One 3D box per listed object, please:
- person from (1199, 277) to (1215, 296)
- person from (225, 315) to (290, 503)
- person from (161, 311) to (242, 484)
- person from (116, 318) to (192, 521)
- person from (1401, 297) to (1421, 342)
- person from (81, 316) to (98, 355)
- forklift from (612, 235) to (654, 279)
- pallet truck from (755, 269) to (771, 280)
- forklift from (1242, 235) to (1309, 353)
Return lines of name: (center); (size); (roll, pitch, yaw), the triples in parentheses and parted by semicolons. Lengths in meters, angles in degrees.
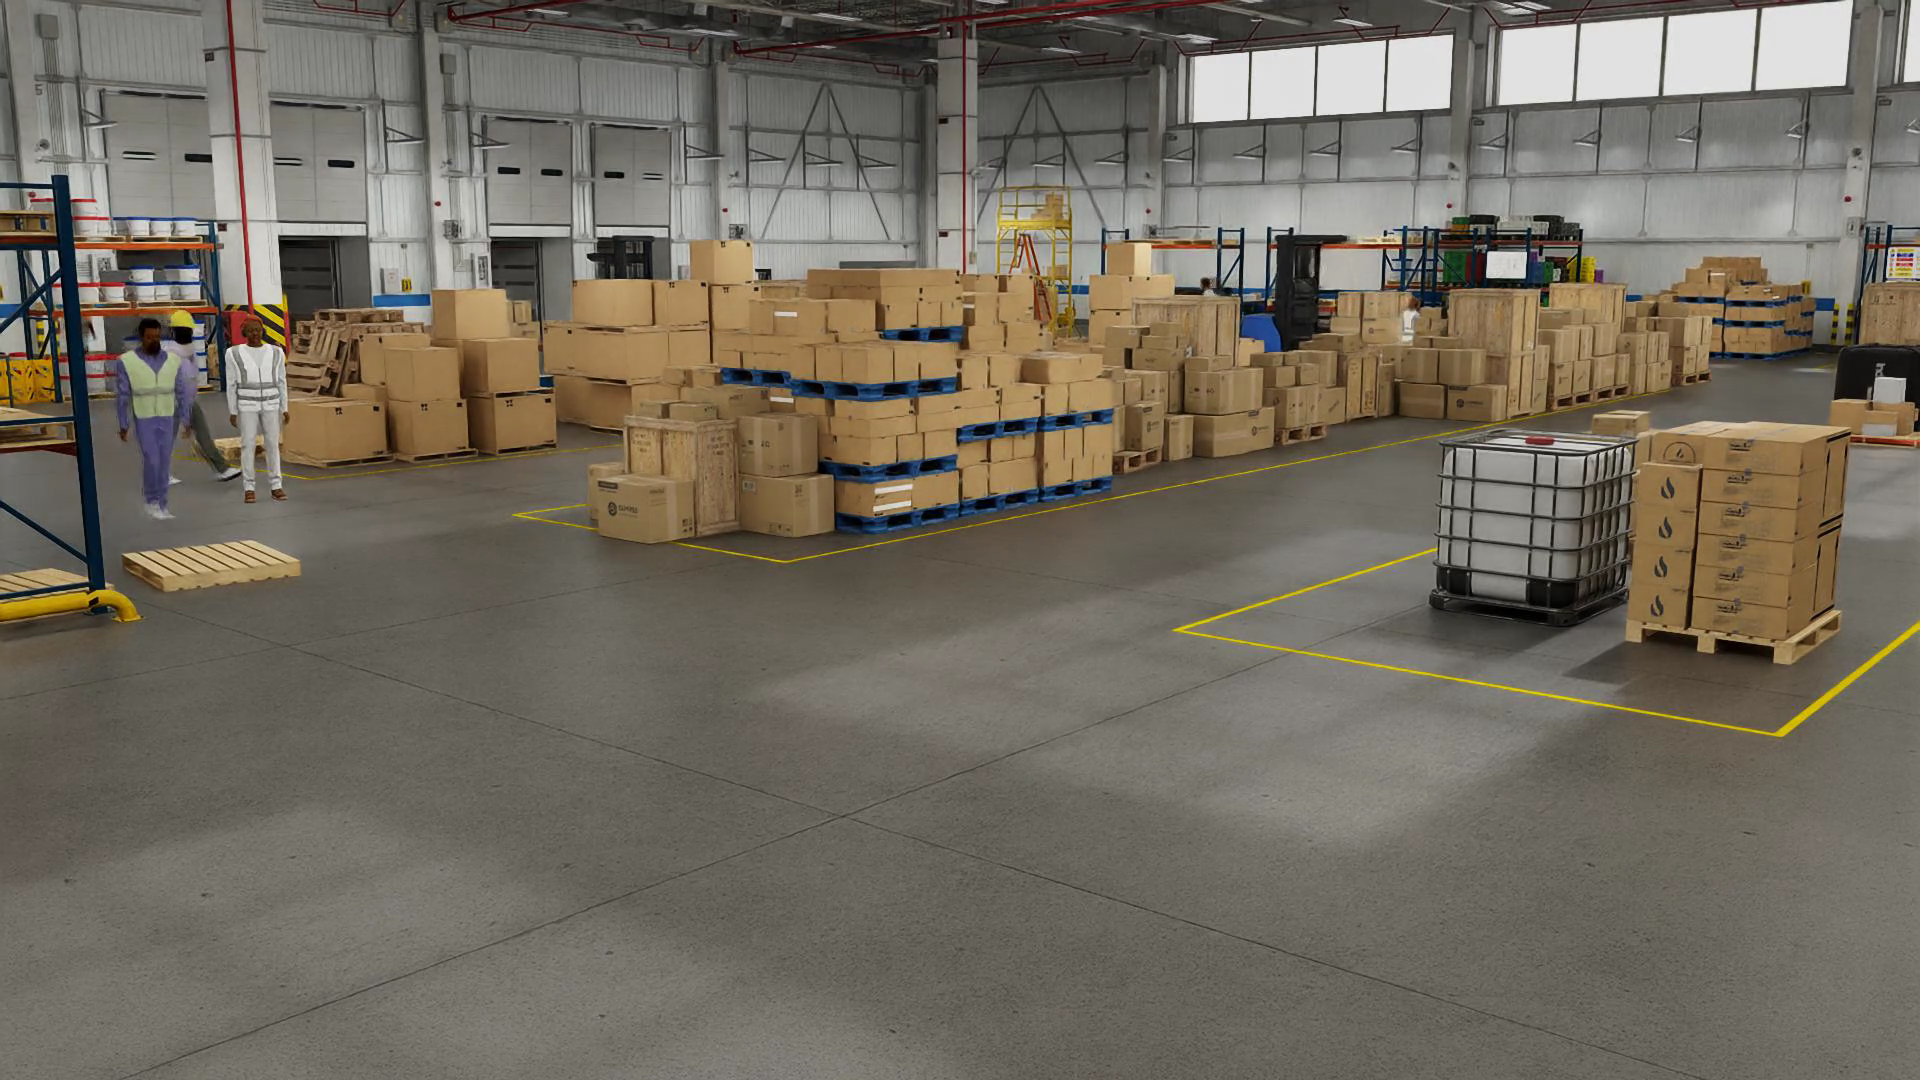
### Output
person: (5.270, -4.778, 36.358); (0.863, 1.903, 0.635); (4, 11, 22)
person: (-7.052, -1.317, 16.726); (0.583, 1.882, 0.350); (-7, 12, -35)
person: (-8.273, -1.516, 17.877); (1.036, 1.867, 0.601); (1, 10, 6)
person: (-7.502, -1.116, 15.520); (0.497, 1.900, 0.624); (8, 13, 38)
person: (8.522, -3.776, 31.433); (0.467, 1.625, 0.537); (-6, 12, -30)
person: (-17.399, -4.085, 33.115); (0.524, 1.660, 0.720); (7, 12, 33)
forklift: (-7.300, -5.450, 37.421); (1.873, 2.768, 1.129); (8, 13, 40)
pallet truck: (-4.996, -6.432, 45.525); (1.885, 1.965, 0.823); (-6, 12, -32)
forklift: (7.144, -5.198, 35.987); (1.873, 2.768, 1.129); (9, 13, 42)
